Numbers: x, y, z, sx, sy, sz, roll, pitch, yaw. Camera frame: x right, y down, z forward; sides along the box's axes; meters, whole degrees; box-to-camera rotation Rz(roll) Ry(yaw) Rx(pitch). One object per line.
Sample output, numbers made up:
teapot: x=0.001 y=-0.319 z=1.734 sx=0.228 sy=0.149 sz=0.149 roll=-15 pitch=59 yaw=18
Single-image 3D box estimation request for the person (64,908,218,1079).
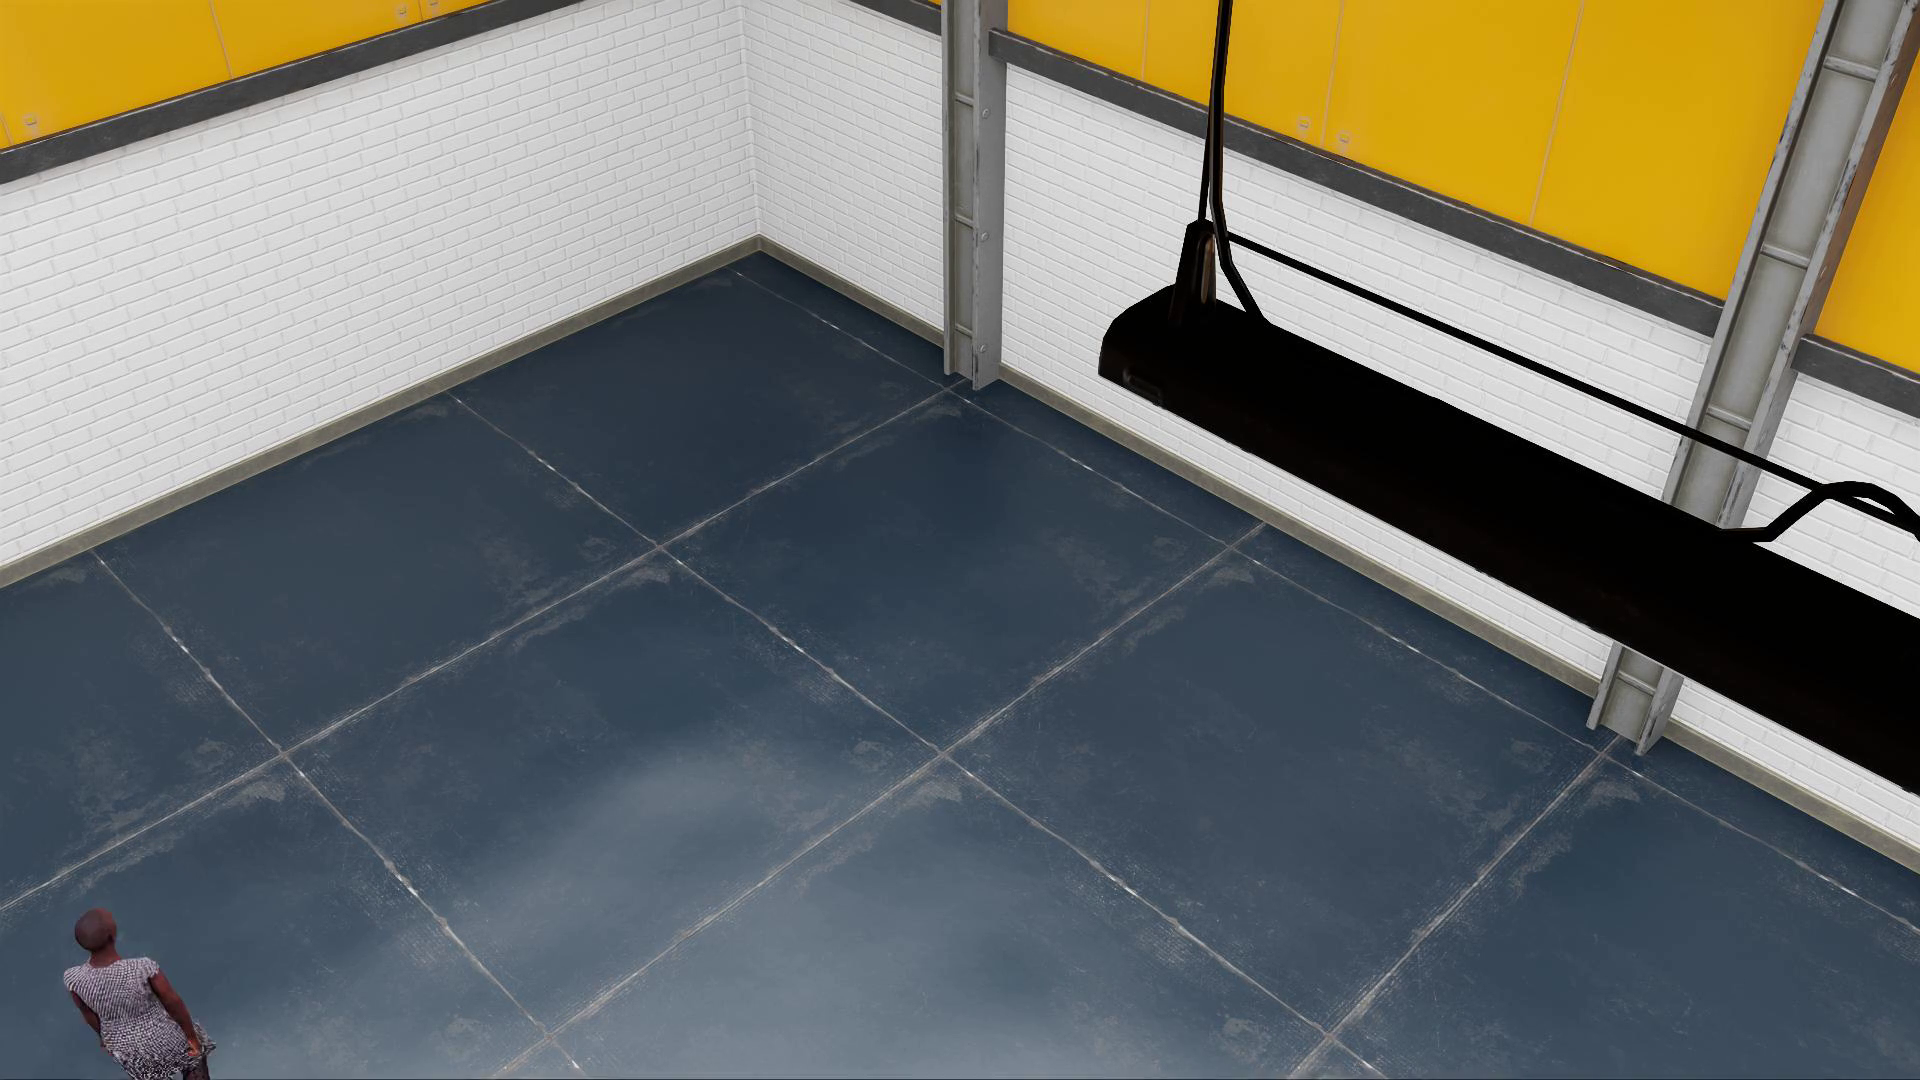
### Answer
person: x=-3.882 y=2.464 z=7.905 sx=0.807 sy=1.778 sz=0.877 roll=-10 pitch=40 yaw=-12
